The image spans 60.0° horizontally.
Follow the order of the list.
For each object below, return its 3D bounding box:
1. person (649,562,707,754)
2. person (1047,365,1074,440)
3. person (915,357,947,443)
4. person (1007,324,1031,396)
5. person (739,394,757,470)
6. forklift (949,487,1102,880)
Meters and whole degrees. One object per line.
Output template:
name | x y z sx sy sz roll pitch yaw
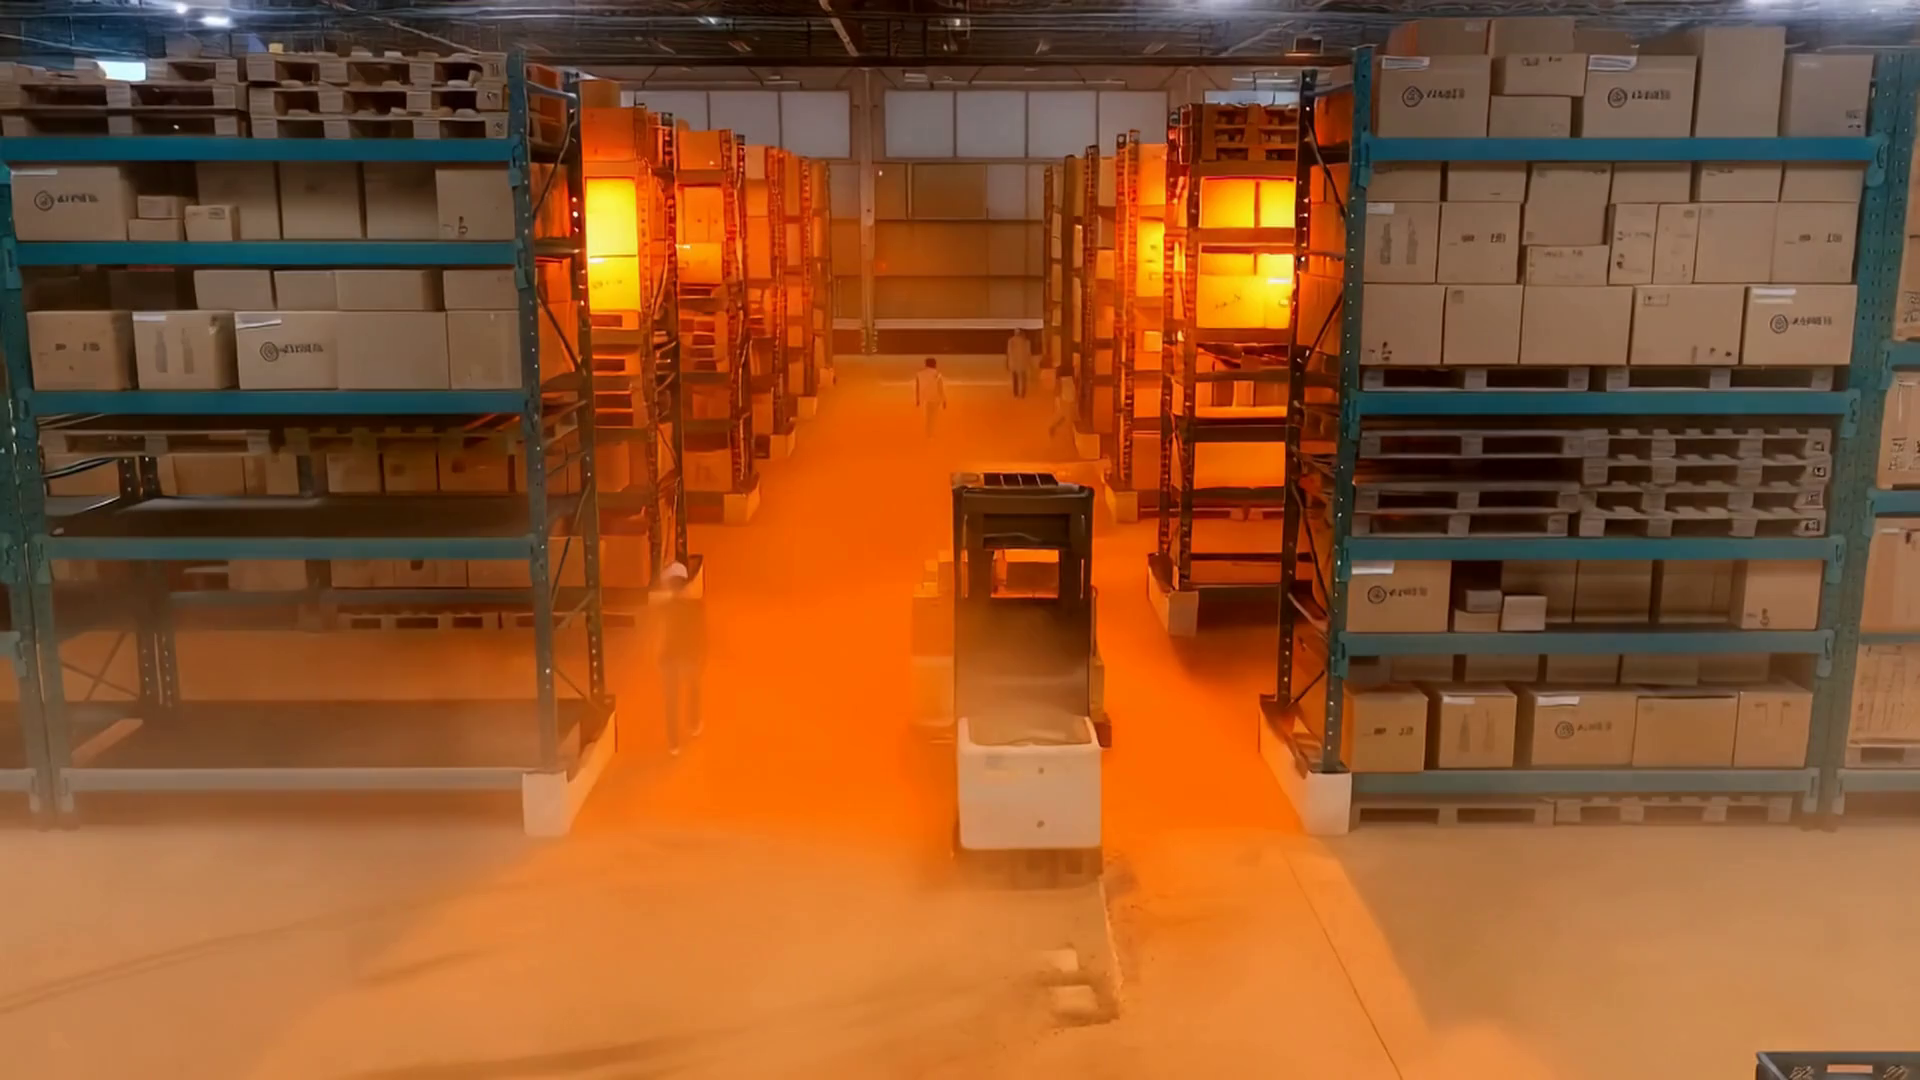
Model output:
person | -2.581 1.048 15.339 0.545 1.730 0.822 0 11 0
person | 2.194 -2.908 35.257 0.679 1.612 0.502 -3 12 -14
person | -0.573 -2.964 35.106 0.658 1.790 0.950 6 13 28
person | 1.535 -4.674 43.348 0.646 1.886 0.686 -1 11 -3
person | -3.725 -1.719 29.164 0.320 1.698 0.531 2 12 11
forklift | 0.495 0.986 12.813 1.129 2.768 1.873 0 11 -2
